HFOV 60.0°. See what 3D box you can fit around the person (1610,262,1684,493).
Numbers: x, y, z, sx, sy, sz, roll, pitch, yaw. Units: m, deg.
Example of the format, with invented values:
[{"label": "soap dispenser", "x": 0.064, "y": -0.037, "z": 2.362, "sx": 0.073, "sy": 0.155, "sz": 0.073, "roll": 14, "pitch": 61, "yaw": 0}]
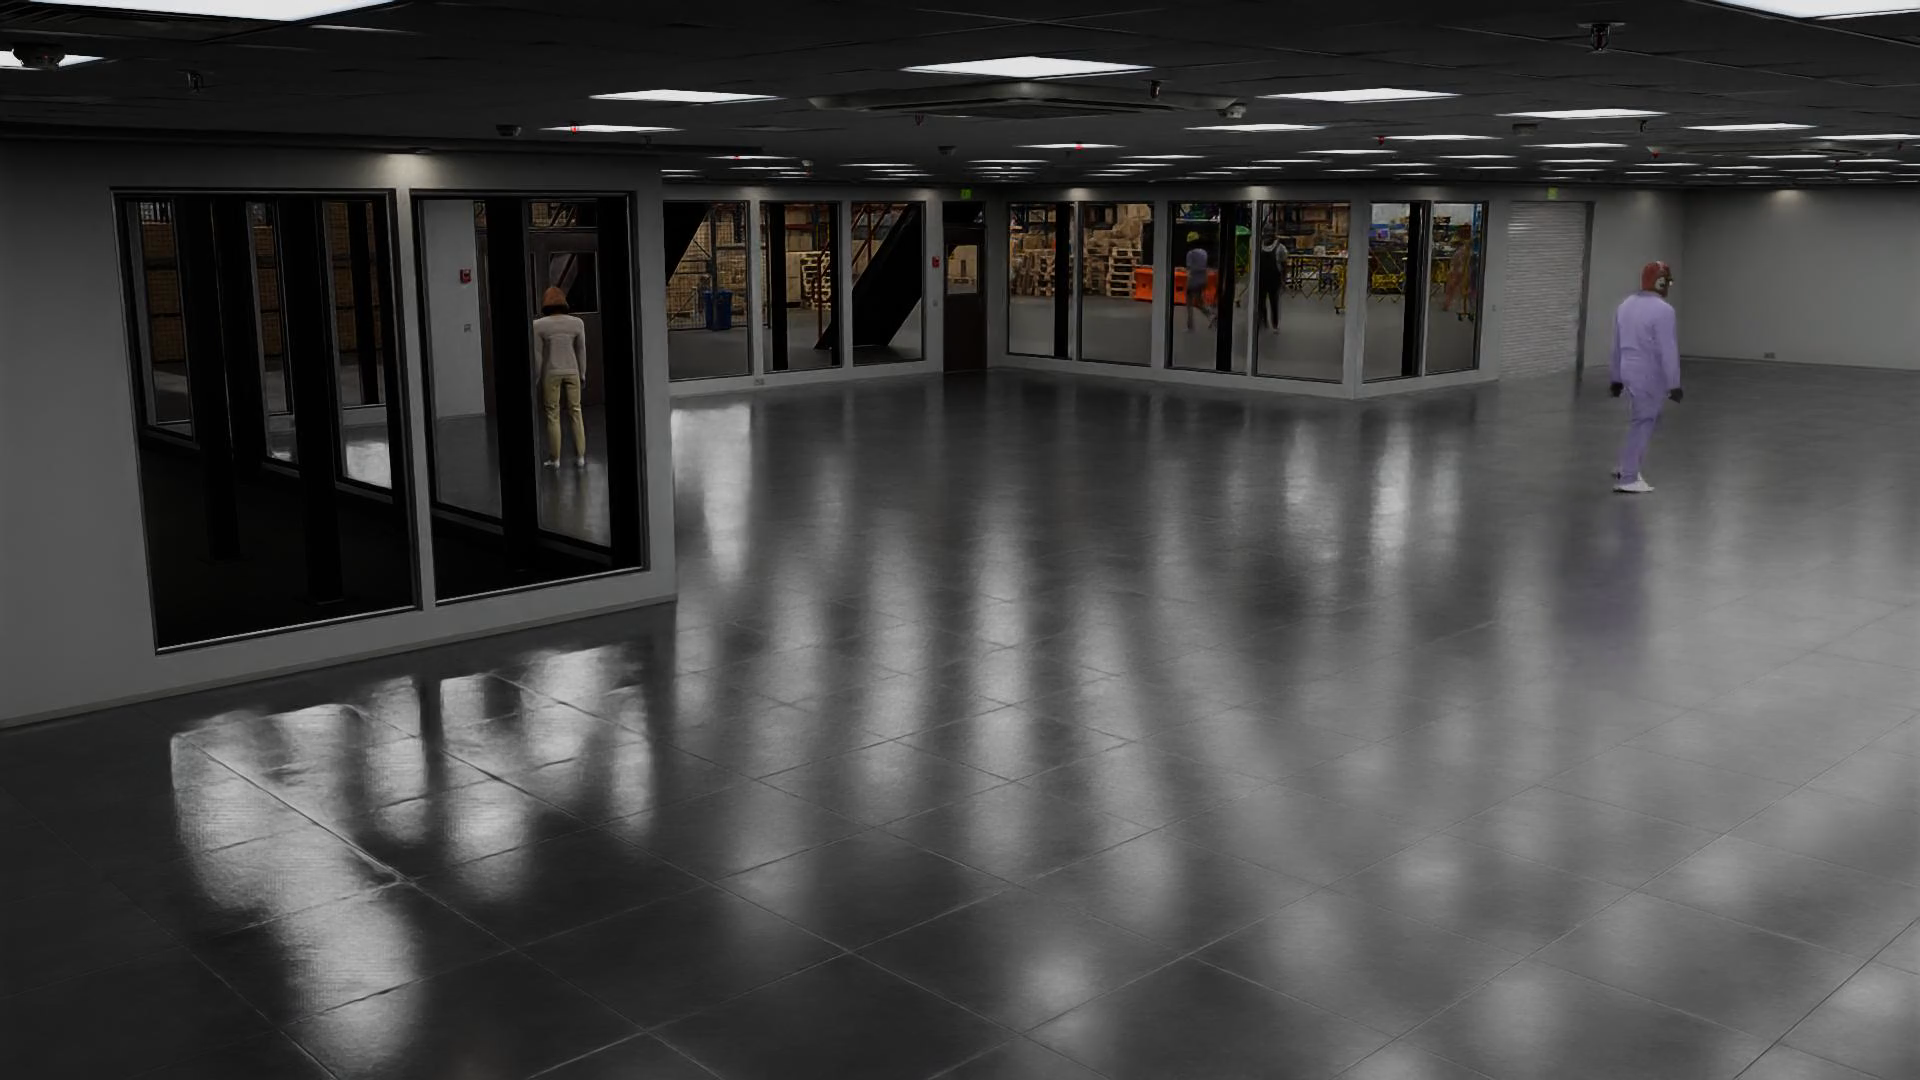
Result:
[{"label": "person", "x": 5.647, "y": -1.315, "z": 13.586, "sx": 0.507, "sy": 1.886, "sz": 0.660, "roll": -2, "pitch": 11, "yaw": -8}]
